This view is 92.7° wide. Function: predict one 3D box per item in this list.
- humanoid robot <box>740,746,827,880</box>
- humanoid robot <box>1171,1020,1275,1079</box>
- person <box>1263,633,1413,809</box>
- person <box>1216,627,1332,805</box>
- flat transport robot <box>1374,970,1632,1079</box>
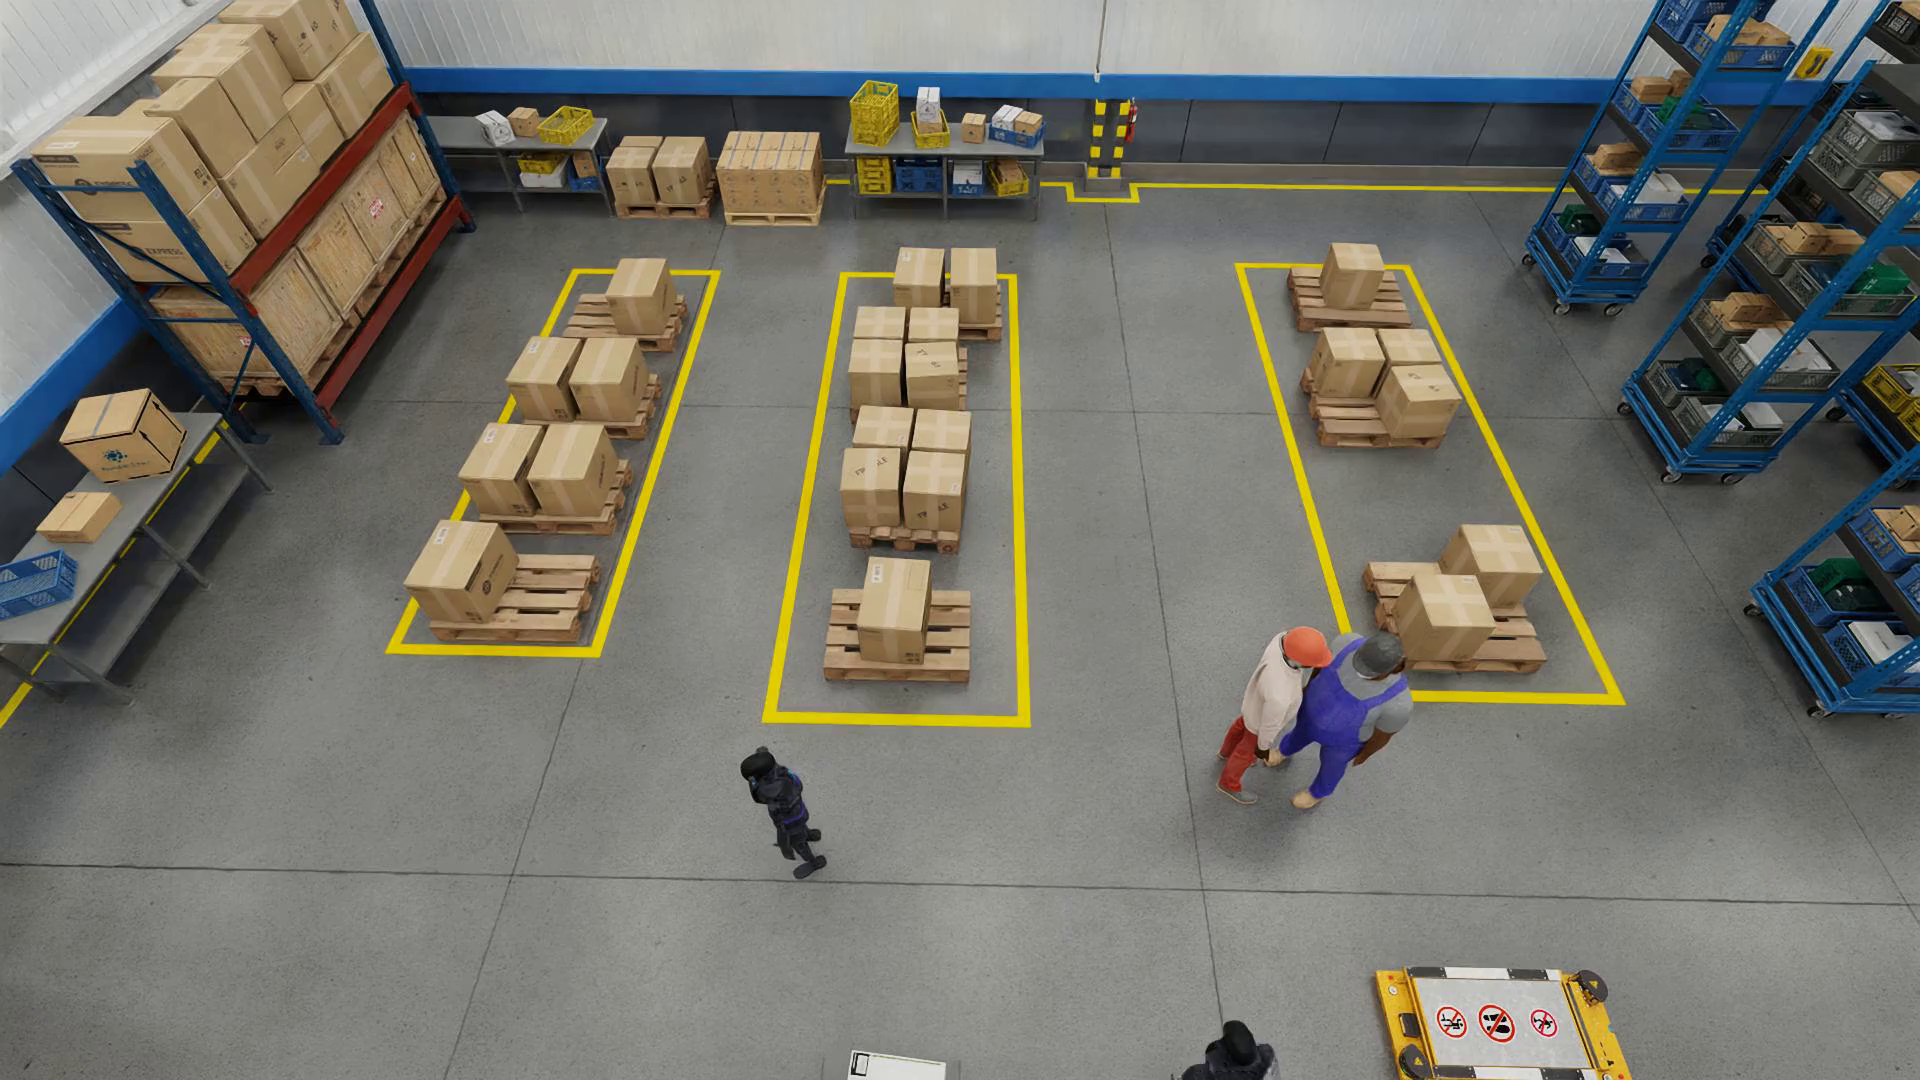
[{"bbox_3d":[-1.173,1.810,6.105,0.358,1.648,0.545,-13,52,-11],"label":"humanoid robot"},{"bbox_3d":[1.450,3.099,5.063,0.591,1.630,0.518,-11,52,-9],"label":"humanoid robot"},{"bbox_3d":[2.593,1.233,6.339,0.536,2.000,0.682,-18,53,-14],"label":"person"},{"bbox_3d":[2.143,1.203,6.392,0.382,1.992,0.621,12,52,10],"label":"person"},{"bbox_3d":[3.501,3.133,5.914,1.431,0.197,0.652,1,51,1],"label":"flat transport robot"}]
